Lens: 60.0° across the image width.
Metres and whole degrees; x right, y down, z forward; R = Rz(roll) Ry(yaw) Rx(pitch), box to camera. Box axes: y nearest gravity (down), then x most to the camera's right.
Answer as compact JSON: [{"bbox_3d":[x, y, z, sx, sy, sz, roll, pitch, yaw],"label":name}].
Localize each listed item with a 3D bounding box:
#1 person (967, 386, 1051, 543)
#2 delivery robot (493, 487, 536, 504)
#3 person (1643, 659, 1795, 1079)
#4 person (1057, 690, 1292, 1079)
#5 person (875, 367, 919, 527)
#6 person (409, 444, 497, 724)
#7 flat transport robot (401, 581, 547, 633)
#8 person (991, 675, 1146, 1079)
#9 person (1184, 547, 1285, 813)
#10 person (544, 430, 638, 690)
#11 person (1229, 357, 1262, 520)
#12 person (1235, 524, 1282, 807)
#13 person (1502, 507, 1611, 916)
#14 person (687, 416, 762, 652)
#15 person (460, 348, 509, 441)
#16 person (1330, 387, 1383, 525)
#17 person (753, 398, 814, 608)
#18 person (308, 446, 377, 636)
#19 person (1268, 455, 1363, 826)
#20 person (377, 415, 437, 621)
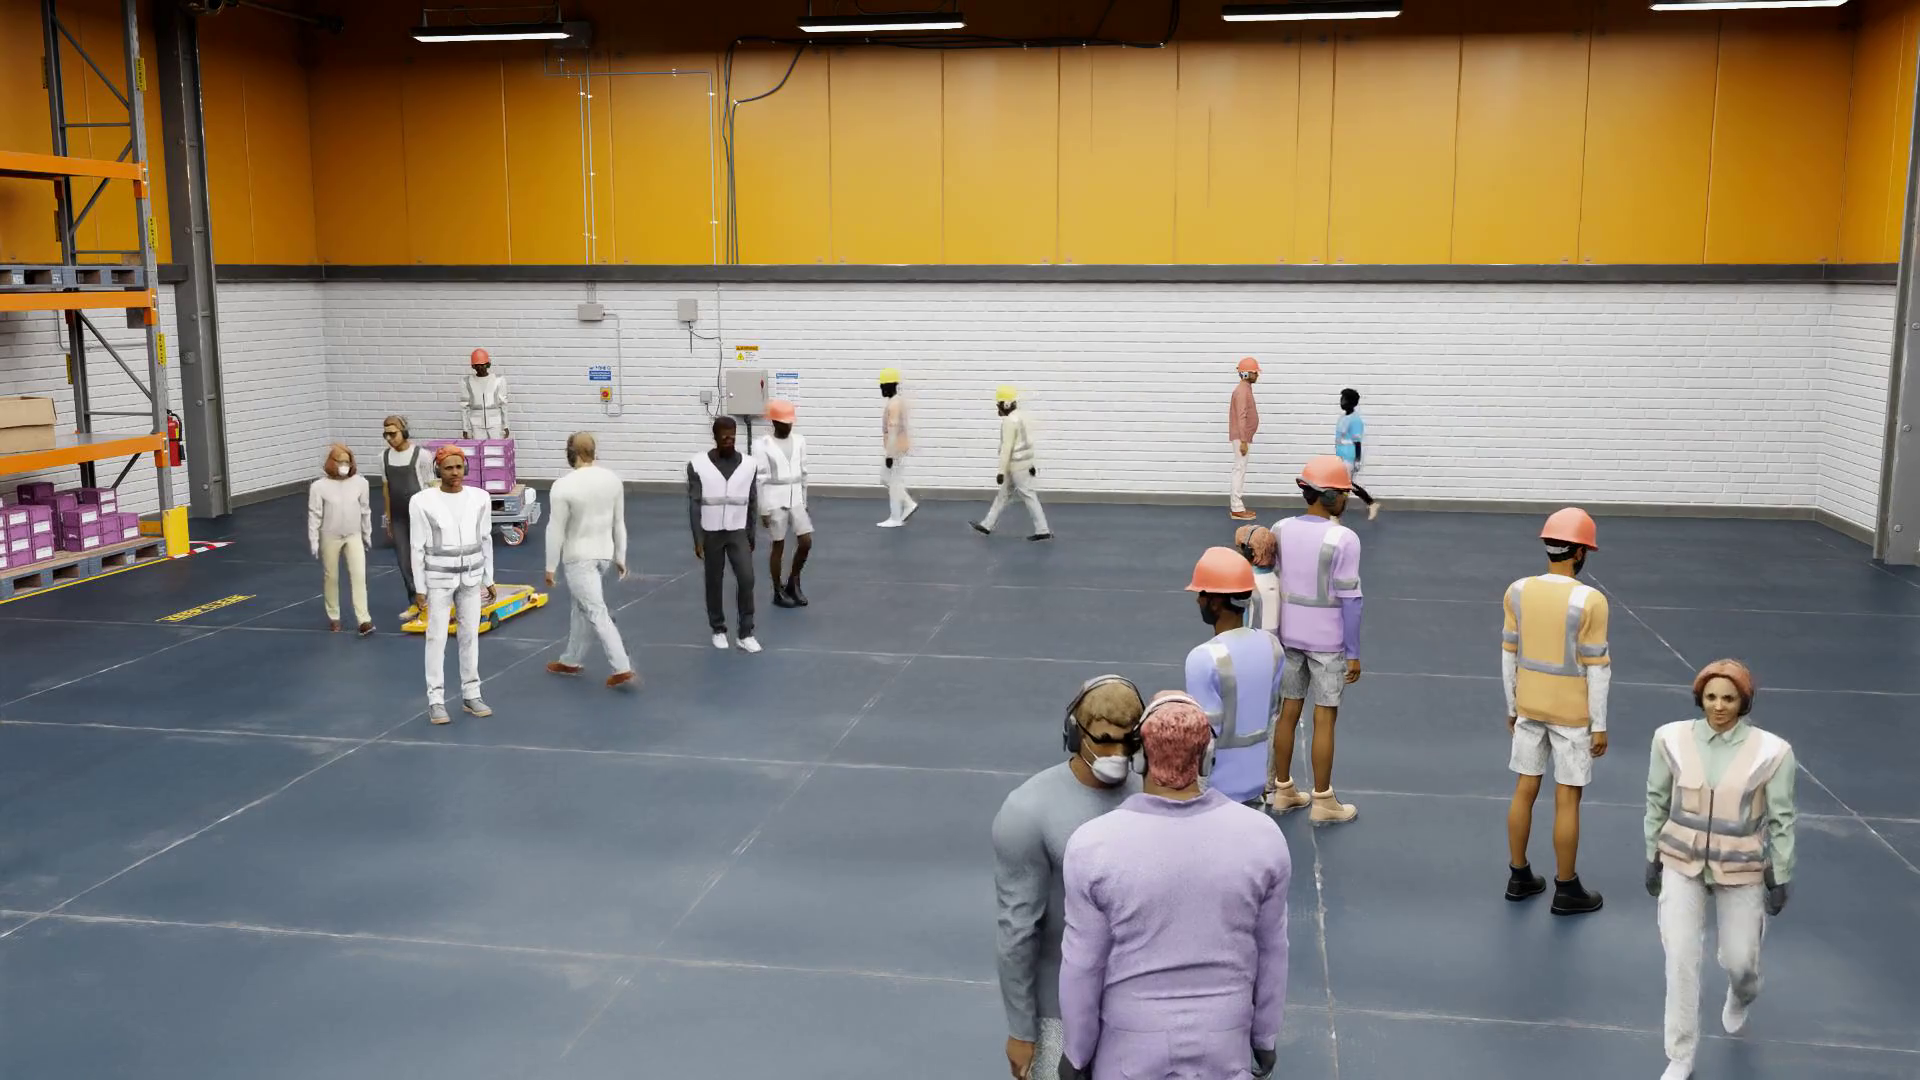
[{"bbox_3d":[0.571,-0.841,18.628,1.021,1.761,0.616,2,9,13],"label":"person"},{"bbox_3d":[-5.468,-0.499,19.972,0.707,0.478,0.477,-4,10,-25],"label":"delivery robot"},{"bbox_3d":[2.858,1.226,6.271,0.522,1.620,0.635,6,11,34],"label":"person"},{"bbox_3d":[0.574,1.353,4.587,0.639,1.911,0.406,-1,9,-8],"label":"person"},{"bbox_3d":[-0.789,-1.093,19.732,0.437,1.910,0.622,0,9,2],"label":"person"},{"bbox_3d":[-3.421,0.289,11.266,0.574,1.882,0.358,-7,12,-38],"label":"person"},{"bbox_3d":[-4.201,0.576,14.469,0.652,0.197,1.431,2,9,11],"label":"flat transport robot"},{"bbox_3d":[0.377,1.318,4.726,0.627,1.934,0.370,-6,11,-34],"label":"person"},{"bbox_3d":[1.059,0.987,6.771,0.362,1.934,0.551,9,13,44],"label":"person"},{"bbox_3d":[-2.711,0.142,12.164,1.005,1.896,0.645,6,11,33],"label":"person"},{"bbox_3d":[3.506,-1.254,20.488,0.390,1.995,0.613,2,9,12],"label":"person"},{"bbox_3d":[1.646,0.727,9.298,0.306,1.640,0.522,8,12,41],"label":"person"},{"bbox_3d":[2.844,0.806,7.910,0.376,1.930,0.542,-7,11,-36],"label":"person"},{"bbox_3d":[-1.858,-0.032,13.247,0.593,1.893,0.754,-4,10,-22],"label":"person"},{"bbox_3d":[-6.328,-1.536,22.157,0.615,2.028,0.409,-2,9,-13],"label":"person"},{"bbox_3d":[4.691,-0.990,19.845,0.764,1.674,0.535,-1,9,-4],"label":"person"},{"bbox_3d":[-1.567,-0.320,14.942,0.567,1.913,0.492,-7,12,-37],"label":"person"},{"bbox_3d":[-5.121,0.021,13.814,0.535,1.586,0.845,-6,11,-34],"label":"person"},{"bbox_3d":[1.971,0.545,9.187,0.386,2.039,0.615,-8,12,-39],"label":"person"},{"bbox_3d":[-4.775,-0.207,14.570,0.548,1.816,0.581,2,9,12],"label":"person"}]
